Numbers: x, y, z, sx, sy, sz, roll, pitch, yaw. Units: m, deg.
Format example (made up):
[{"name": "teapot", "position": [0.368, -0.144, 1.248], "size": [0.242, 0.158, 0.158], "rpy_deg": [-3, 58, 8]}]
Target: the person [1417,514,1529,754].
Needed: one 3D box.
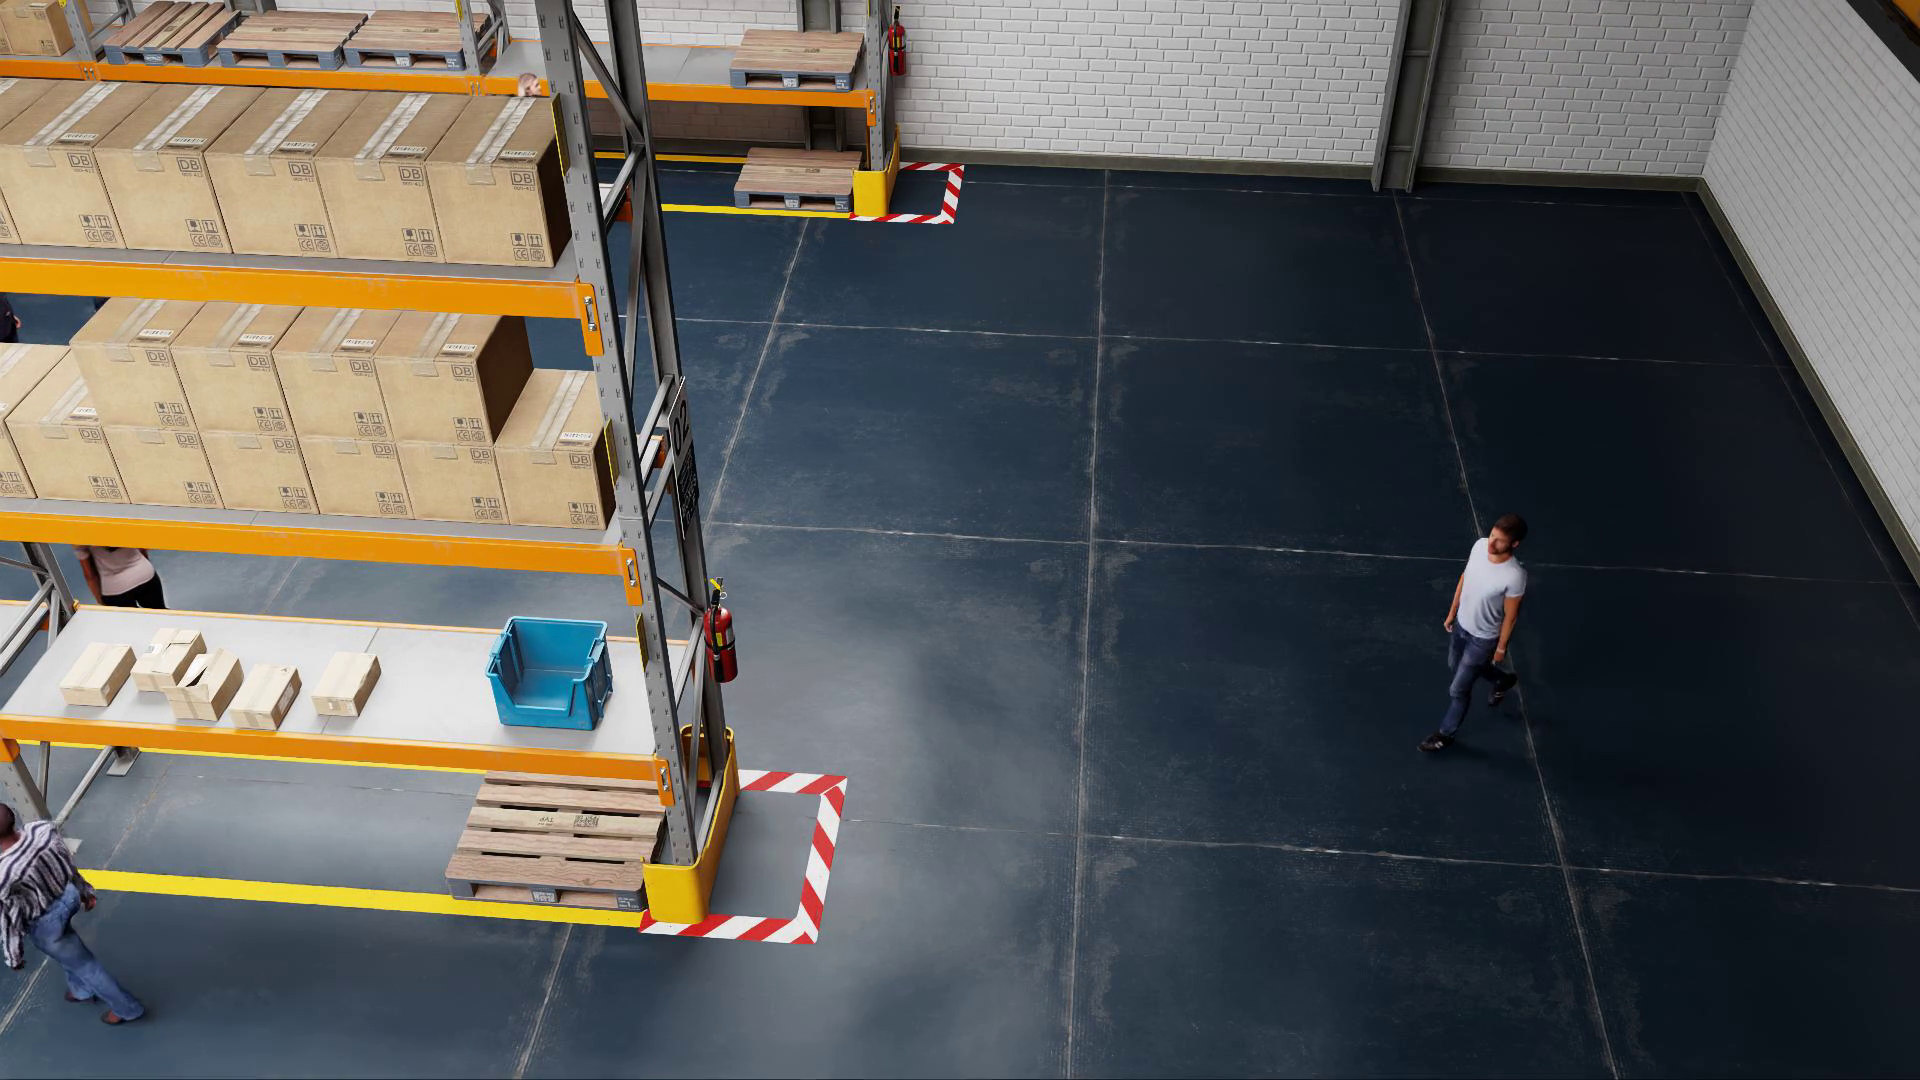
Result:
[{"name": "person", "position": [3.391, 0.551, 10.660], "size": [1.143, 1.846, 0.934], "rpy_deg": [-15, 41, -18]}]

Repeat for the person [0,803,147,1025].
[{"name": "person", "position": [-4.726, 2.030, 8.865], "size": [0.747, 1.775, 0.670], "rpy_deg": [3, 39, 4]}]
